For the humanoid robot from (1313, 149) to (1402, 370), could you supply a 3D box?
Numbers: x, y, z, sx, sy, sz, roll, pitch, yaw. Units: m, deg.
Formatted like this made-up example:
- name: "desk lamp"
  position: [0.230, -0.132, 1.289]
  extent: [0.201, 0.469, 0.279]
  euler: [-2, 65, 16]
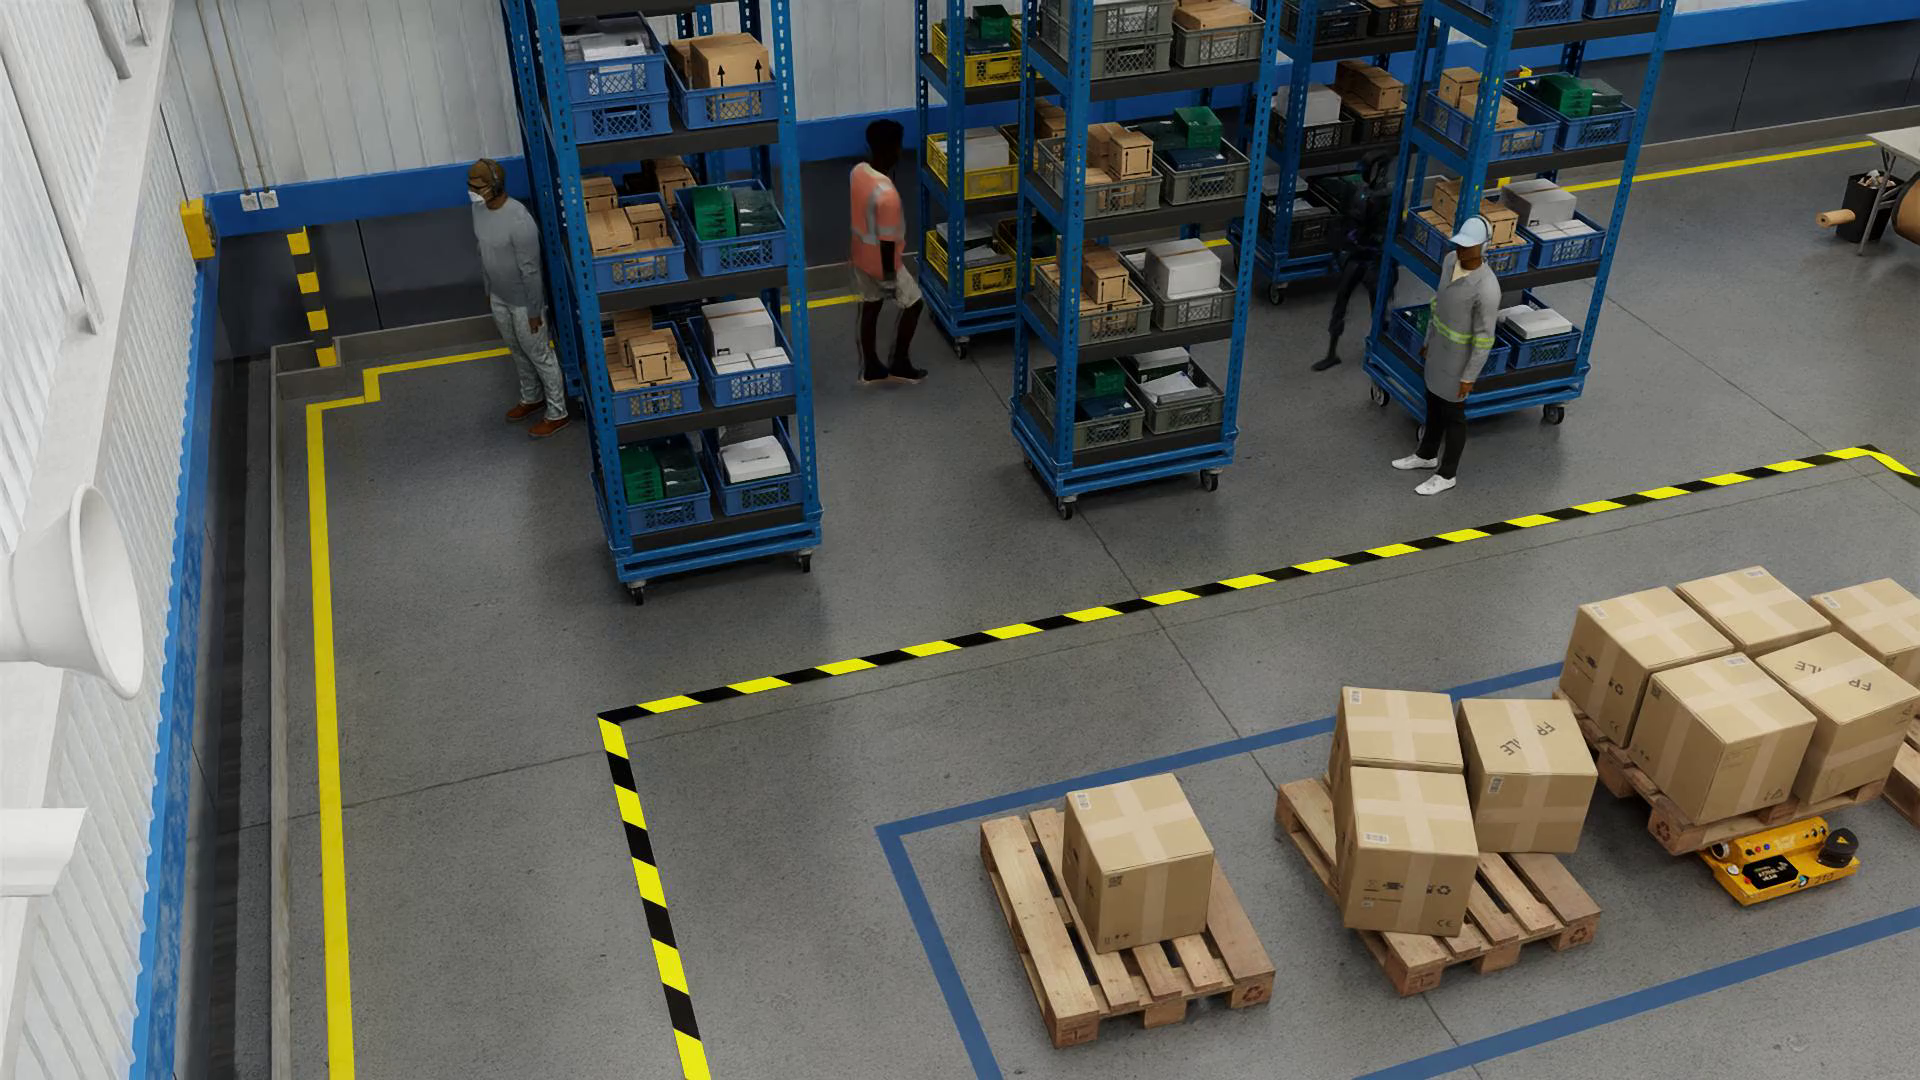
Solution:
- name: "humanoid robot"
  position: [2.900, -1.970, 11.682]
  extent: [0.768, 1.647, 0.601]
  euler: [-23, 41, -29]

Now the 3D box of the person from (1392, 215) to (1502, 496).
- name: "person"
  position: [3.031, -1.144, 10.302]
  extent: [0.362, 1.852, 0.596]
  euler: [-8, 36, -11]

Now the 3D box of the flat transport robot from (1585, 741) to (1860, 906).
- name: "flat transport robot"
  position: [3.738, 1.188, 8.347]
  extent: [0.652, 0.197, 1.431]
  euler: [-11, 37, -15]

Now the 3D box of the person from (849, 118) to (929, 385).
- name: "person"
  position: [-0.455, -1.948, 11.357]
  extent: [0.574, 1.951, 0.607]
  euler: [-19, 39, -25]

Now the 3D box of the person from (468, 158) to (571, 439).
- name: "person"
  position: [-2.905, -1.586, 10.869]
  extent: [0.626, 1.932, 0.370]
  euler: [30, 45, 35]
